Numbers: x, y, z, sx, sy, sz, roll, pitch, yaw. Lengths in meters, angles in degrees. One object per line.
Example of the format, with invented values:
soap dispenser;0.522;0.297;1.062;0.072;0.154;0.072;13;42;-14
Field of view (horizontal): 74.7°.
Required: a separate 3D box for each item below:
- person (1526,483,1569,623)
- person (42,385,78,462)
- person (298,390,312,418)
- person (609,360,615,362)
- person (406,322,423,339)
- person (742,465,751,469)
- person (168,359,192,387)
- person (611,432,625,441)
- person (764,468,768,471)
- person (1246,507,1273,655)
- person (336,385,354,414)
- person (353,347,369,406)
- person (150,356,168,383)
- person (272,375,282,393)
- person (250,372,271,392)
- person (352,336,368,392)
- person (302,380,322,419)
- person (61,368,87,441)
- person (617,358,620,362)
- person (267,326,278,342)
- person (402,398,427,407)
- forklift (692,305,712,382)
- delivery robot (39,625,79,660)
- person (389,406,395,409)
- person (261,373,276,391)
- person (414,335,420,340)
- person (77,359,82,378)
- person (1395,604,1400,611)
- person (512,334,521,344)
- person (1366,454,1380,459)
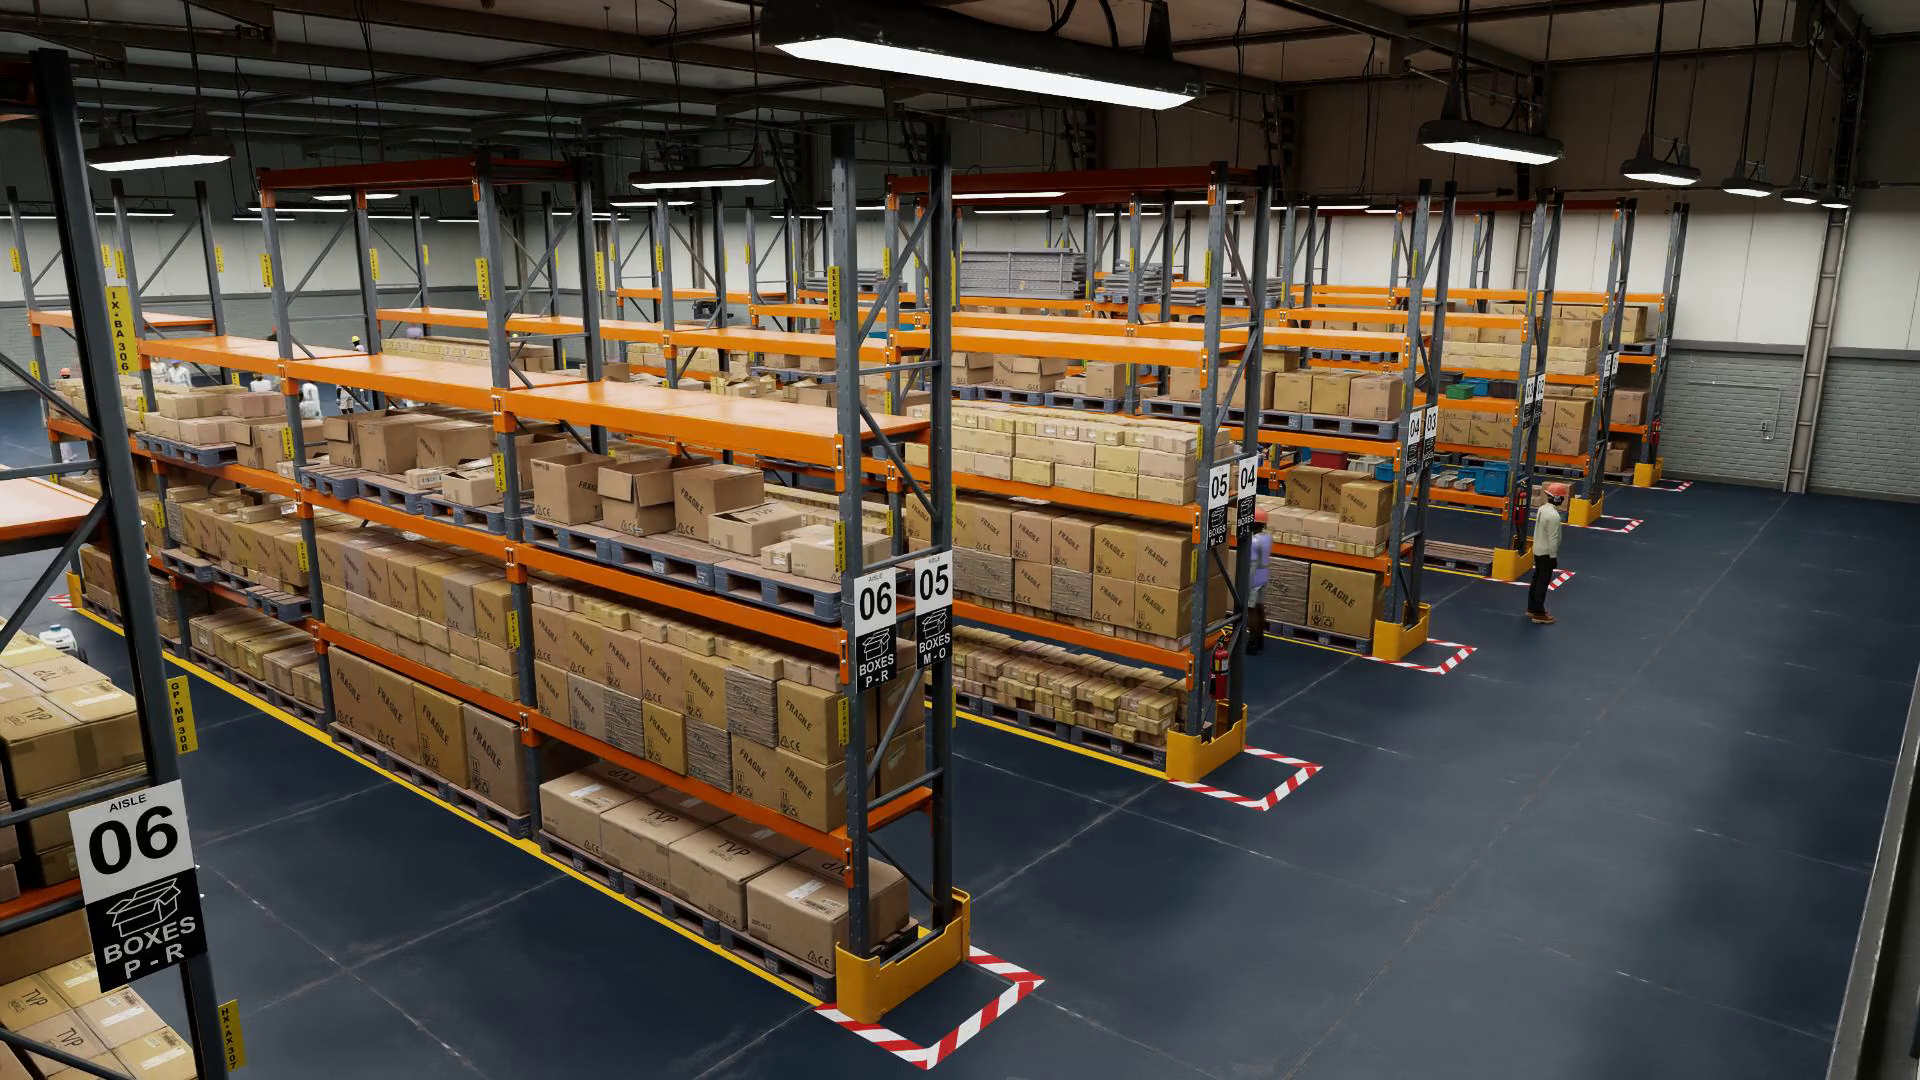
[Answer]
person;8.315;0.166;17.810;0.407;1.986;0.616;2;14;8
person;-21.477;-2.790;30.211;0.661;1.861;0.934;1;14;3
person;-15.428;-2.575;29.381;0.851;1.837;0.564;-1;14;-3
person;-9.820;-4.139;35.658;0.765;1.911;0.600;2;14;9
person;-22.592;-8.163;52.267;0.658;1.887;0.682;-2;14;-10
person;-3.532;-0.455;21.096;0.289;1.633;0.501;10;17;35
person;-22.872;-4.442;36.939;0.621;1.903;0.984;1;14;5
person;-7.877;-2.528;28.905;1.006;1.975;0.616;-8;16;-29
person;-4.593;-2.583;29.337;0.572;1.894;0.866;4;14;17
person;3.832;0.524;16.448;0.369;1.934;0.560;10;17;37
person;-17.052;-3.976;34.888;0.367;1.966;0.606;3;14;13
person;-19.263;-5.241;40.344;0.345;1.847;0.504;12;18;42
person;-25.622;-5.110;40.272;0.368;1.624;0.515;13;19;43
person;-21.582;-4.934;39.625;0.869;1.583;0.516;-3;14;-10
person;-18.892;-3.732;34.155;0.519;1.849;0.821;-8;16;-30
person;-20.932;-6.144;43.900;0.383;1.920;0.584;-2;14;-7
person;-17.004;-3.452;32.955;0.585;1.862;0.740;8;16;30
person;-23.575;-3.594;33.378;0.545;1.938;0.356;-8;16;-28
person;-9.916;-4.460;37.126;0.396;1.847;0.564;12;18;42
person;-26.252;-7.252;48.402;0.897;1.963;0.624;12;18;40
person;-15.024;-3.853;34.667;0.641;1.829;0.630;-6;15;-23
forklift;-9.511;-7.392;47.124;1.873;2.768;1.129;11;17;38
delivery robot;-11.421;1.317;15.947;0.477;0.478;0.707;-11;18;-38
person;-13.040;-2.411;28.620;0.350;1.884;0.583;5;14;19
person;-21.179;-4.867;38.652;0.541;1.915;0.681;1;14;3
person;-19.821;-6.592;46.064;1.029;1.790;0.619;1;14;6
person;-27.704;-5.148;39.971;0.670;1.850;1.014;5;15;21
person;5.895;0.177;18.160;0.635;1.785;1.007;-10;17;-36
person;-16.494;-6.791;46.884;0.525;1.769;0.310;-3;14;-12
person;8.228;-1.398;25.056;0.832;1.597;0.510;9;16;33
